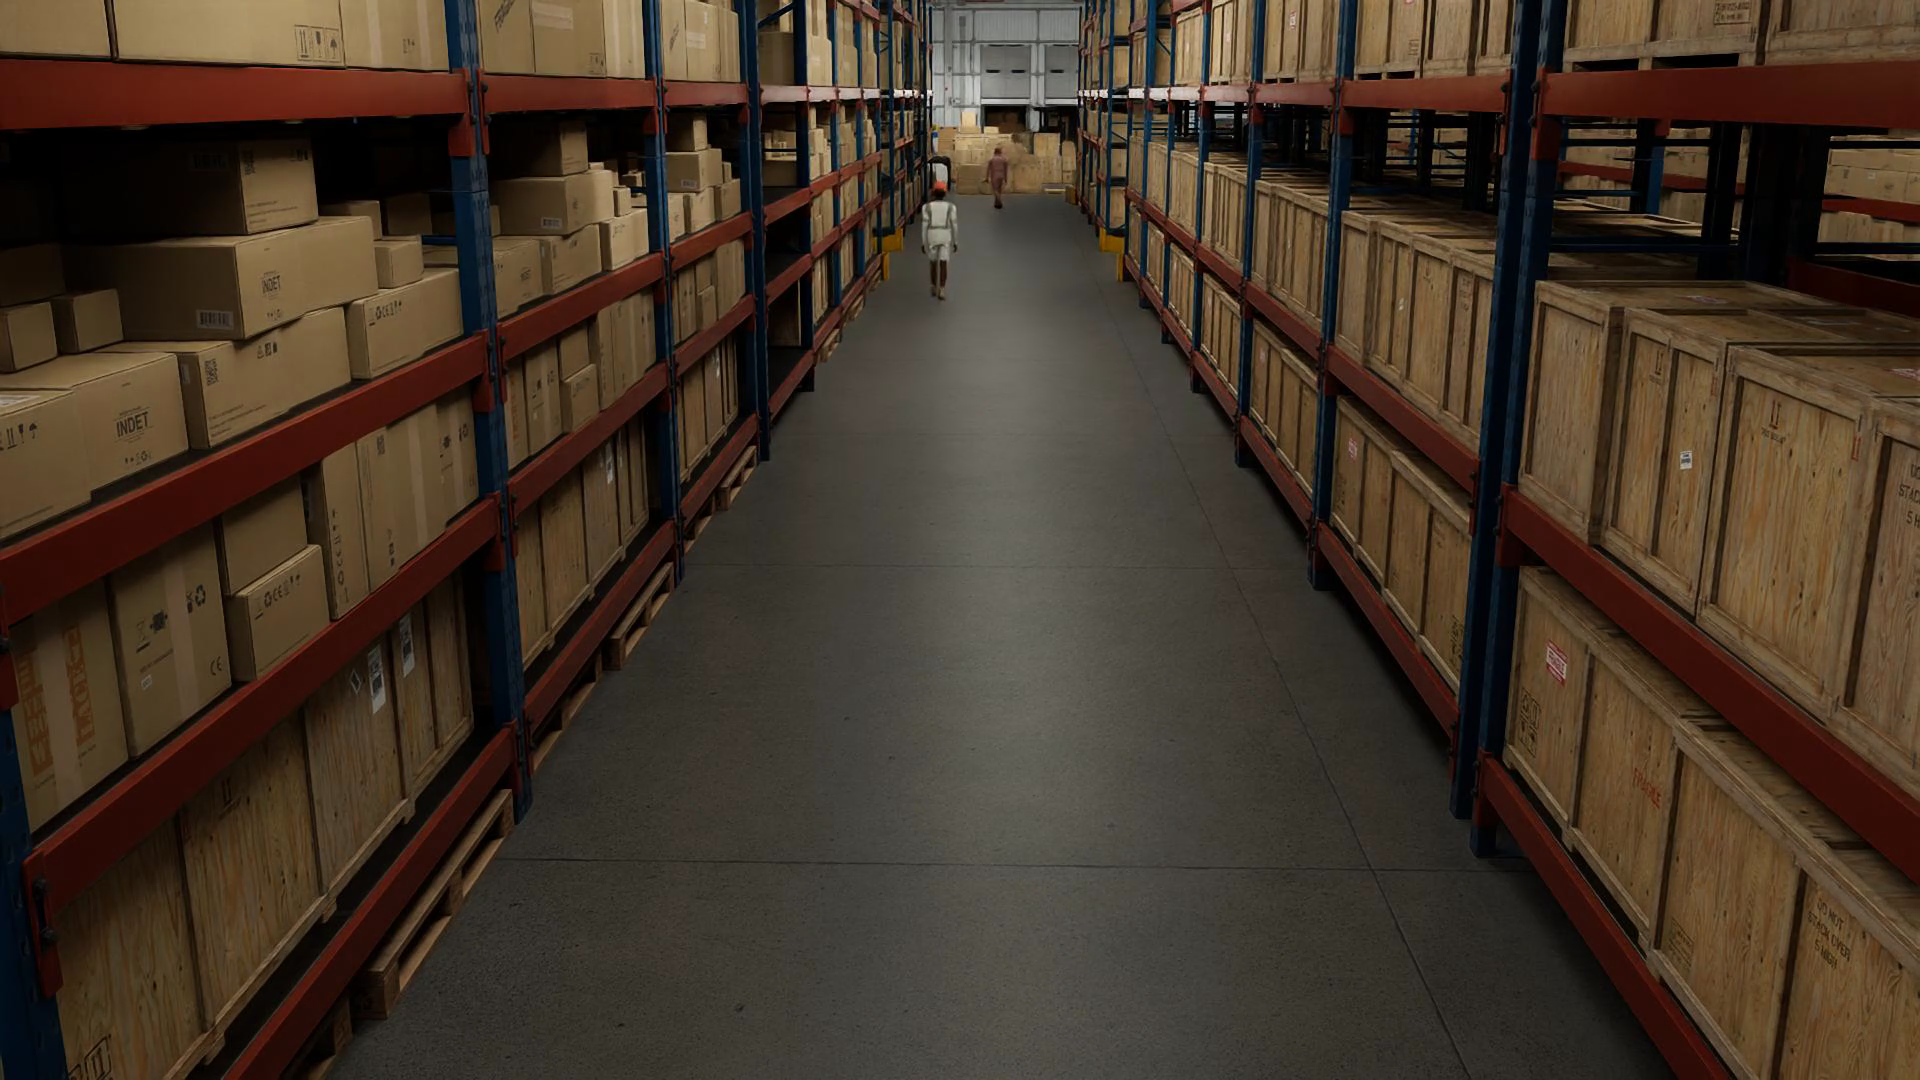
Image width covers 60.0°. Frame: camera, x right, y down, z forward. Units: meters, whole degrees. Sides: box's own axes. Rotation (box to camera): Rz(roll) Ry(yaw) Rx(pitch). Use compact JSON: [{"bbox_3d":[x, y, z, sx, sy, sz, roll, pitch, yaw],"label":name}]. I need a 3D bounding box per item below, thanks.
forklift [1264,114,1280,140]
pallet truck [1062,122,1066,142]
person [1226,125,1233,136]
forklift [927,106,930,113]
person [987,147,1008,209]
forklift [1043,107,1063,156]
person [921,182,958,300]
[{"bbox_3d":[11.027,-14.004,59.894,1.129,2.768,1.873,0,15,2],"label":"forklift"},{"bbox_3d":[5.788,-21.111,88.014,1.885,1.965,0.823,5,16,18],"label":"pallet truck"},{"bbox_3d":[13.428,-19.490,82.123,0.586,1.919,0.548,-6,16,-20],"label":"person"},{"bbox_3d":[-2.001,-20.667,84.687,1.129,2.768,1.873,0,15,2],"label":"forklift"},{"bbox_3d":[1.156,-11.153,51.204,0.652,1.876,0.883,-6,16,-20],"label":"person"},{"bbox_3d":[4.411,-19.122,78.937,1.129,2.768,1.873,-7,17,-24],"label":"forklift"},{"bbox_3d":[-0.352,-5.162,28.699,0.634,1.985,1.073,-1,15,-3],"label":"person"}]
